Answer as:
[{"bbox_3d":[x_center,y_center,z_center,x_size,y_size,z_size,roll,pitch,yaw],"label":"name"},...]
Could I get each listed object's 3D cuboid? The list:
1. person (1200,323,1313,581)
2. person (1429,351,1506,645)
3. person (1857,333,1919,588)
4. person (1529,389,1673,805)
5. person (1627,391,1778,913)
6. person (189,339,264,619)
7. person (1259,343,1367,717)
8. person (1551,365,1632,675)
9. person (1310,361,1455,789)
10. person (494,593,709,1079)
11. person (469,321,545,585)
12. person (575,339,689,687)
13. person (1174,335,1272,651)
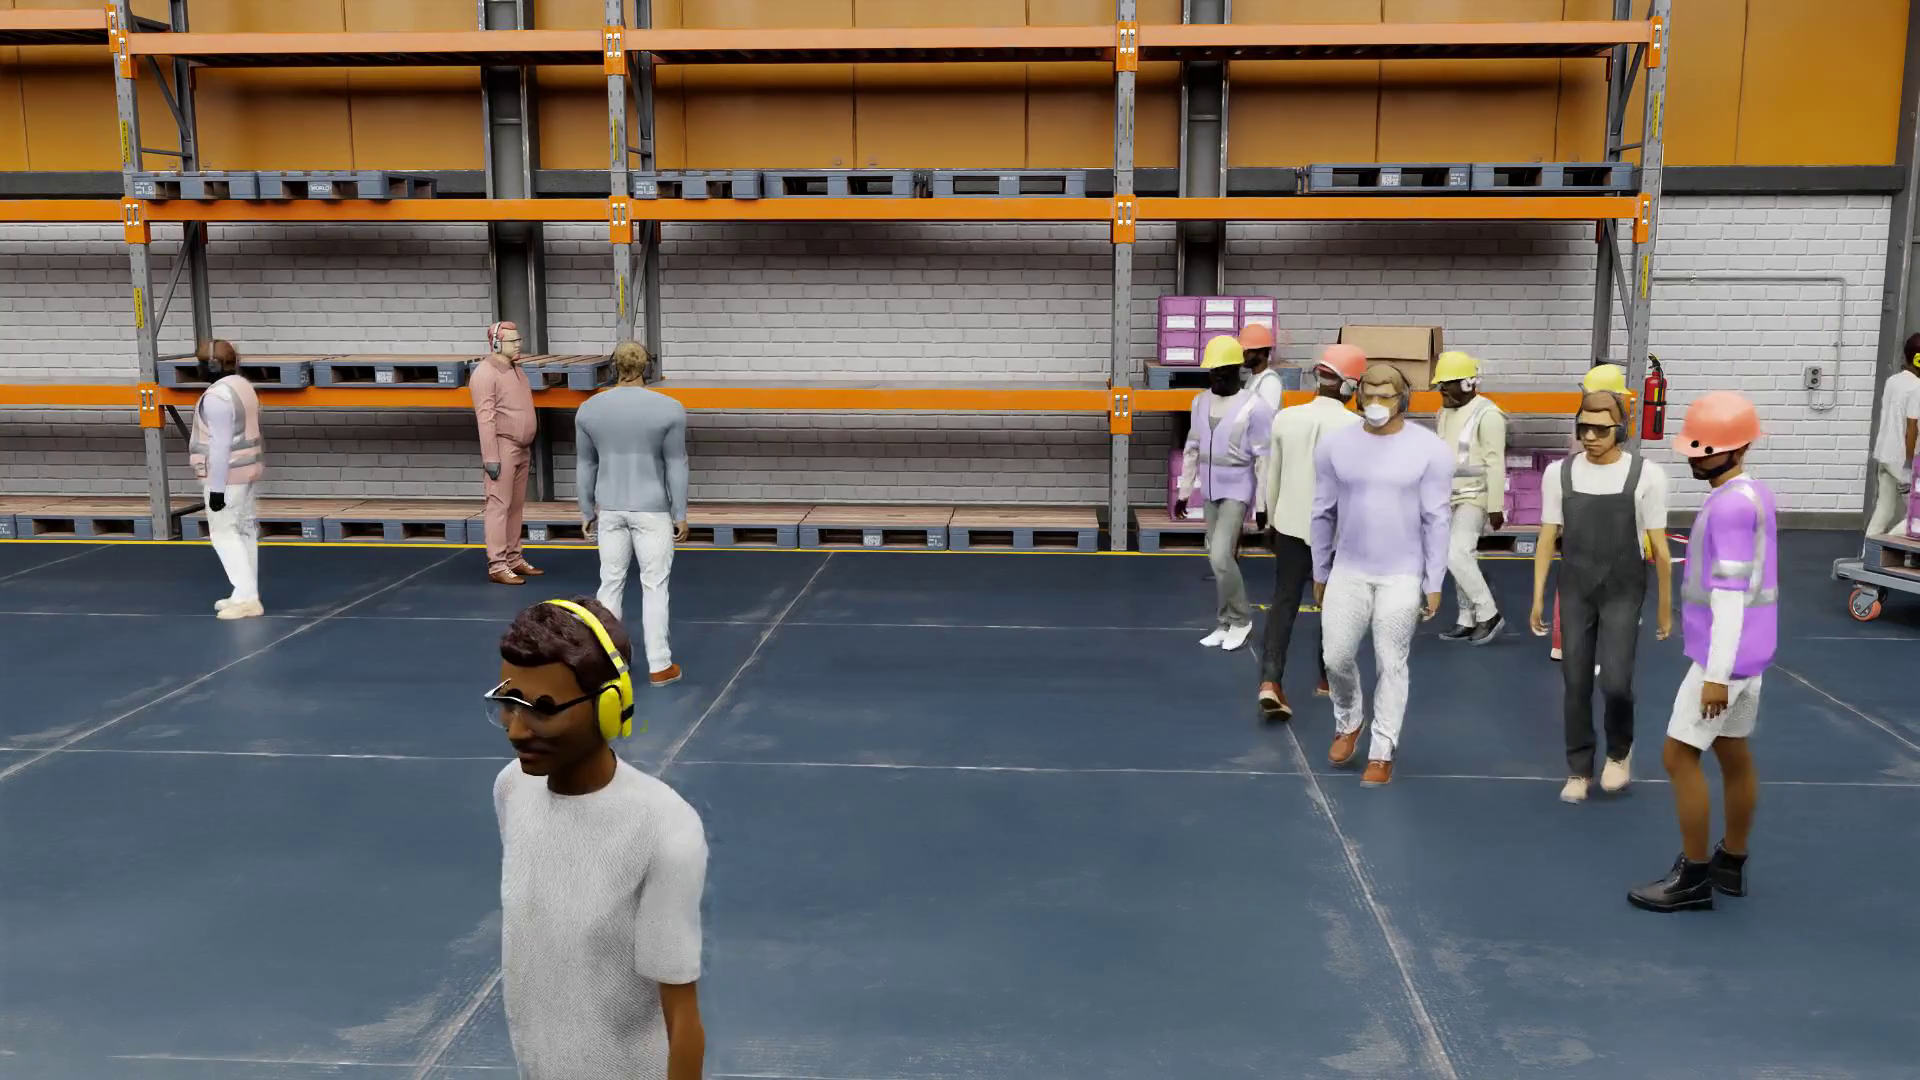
[{"bbox_3d":[2.239,-0.614,12.083,0.882,1.914,0.552,-1,10,-8],"label":"person"},{"bbox_3d":[3.076,-0.249,10.204,0.464,1.801,0.618,-2,10,-11],"label":"person"},{"bbox_3d":[6.651,-0.543,11.785,0.435,1.846,0.659,1,10,3],"label":"person"},{"bbox_3d":[2.756,0.259,7.152,0.570,1.822,0.403,7,12,34],"label":"person"},{"bbox_3d":[2.735,0.412,6.062,0.428,1.913,0.669,6,12,32],"label":"person"},{"bbox_3d":[-4.843,-0.399,10.988,0.429,1.840,0.640,-1,10,-5],"label":"person"},{"bbox_3d":[1.840,-0.053,8.677,0.636,1.936,1.018,6,11,31],"label":"person"},{"bbox_3d":[3.634,-0.122,9.558,0.329,1.767,0.528,1,10,8],"label":"person"},{"bbox_3d":[1.867,0.162,7.455,0.629,1.927,0.425,4,11,23],"label":"person"},{"bbox_3d":[-0.654,1.006,2.760,0.555,1.828,0.802,7,12,34],"label":"person"},{"bbox_3d":[-3.296,-0.639,12.172,0.409,1.909,0.640,2,10,9],"label":"person"},{"bbox_3d":[-1.822,-0.147,9.264,0.643,1.927,0.385,2,10,10],"label":"person"},{"bbox_3d":[1.591,-0.276,10.055,0.466,1.911,0.609,-6,11,-32],"label":"person"}]
